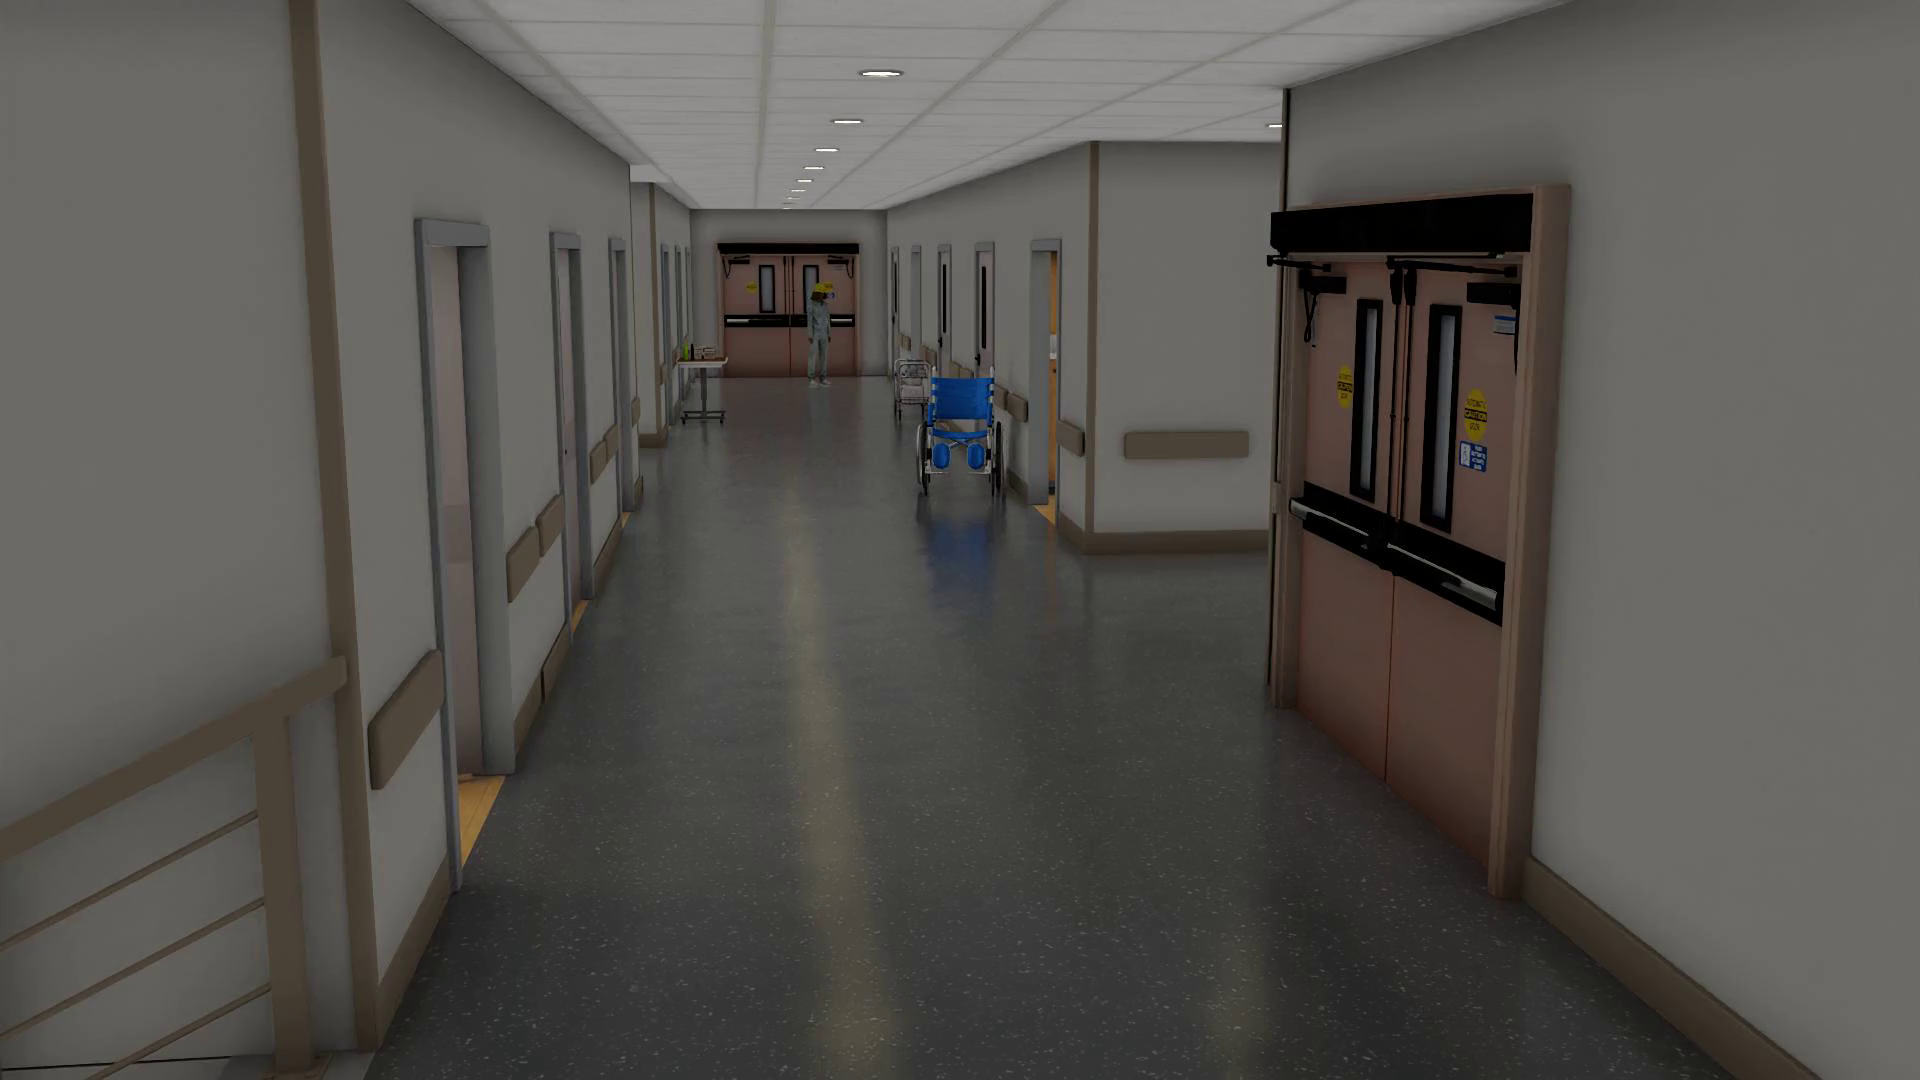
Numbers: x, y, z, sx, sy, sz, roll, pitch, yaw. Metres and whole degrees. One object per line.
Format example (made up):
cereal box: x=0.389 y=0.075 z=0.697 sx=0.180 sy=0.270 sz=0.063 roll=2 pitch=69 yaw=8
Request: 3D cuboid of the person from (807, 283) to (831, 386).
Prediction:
person: x=-2.379 y=-3.478 z=28.178 sx=0.332 sy=1.734 sz=0.480 roll=9 pitch=13 yaw=41
